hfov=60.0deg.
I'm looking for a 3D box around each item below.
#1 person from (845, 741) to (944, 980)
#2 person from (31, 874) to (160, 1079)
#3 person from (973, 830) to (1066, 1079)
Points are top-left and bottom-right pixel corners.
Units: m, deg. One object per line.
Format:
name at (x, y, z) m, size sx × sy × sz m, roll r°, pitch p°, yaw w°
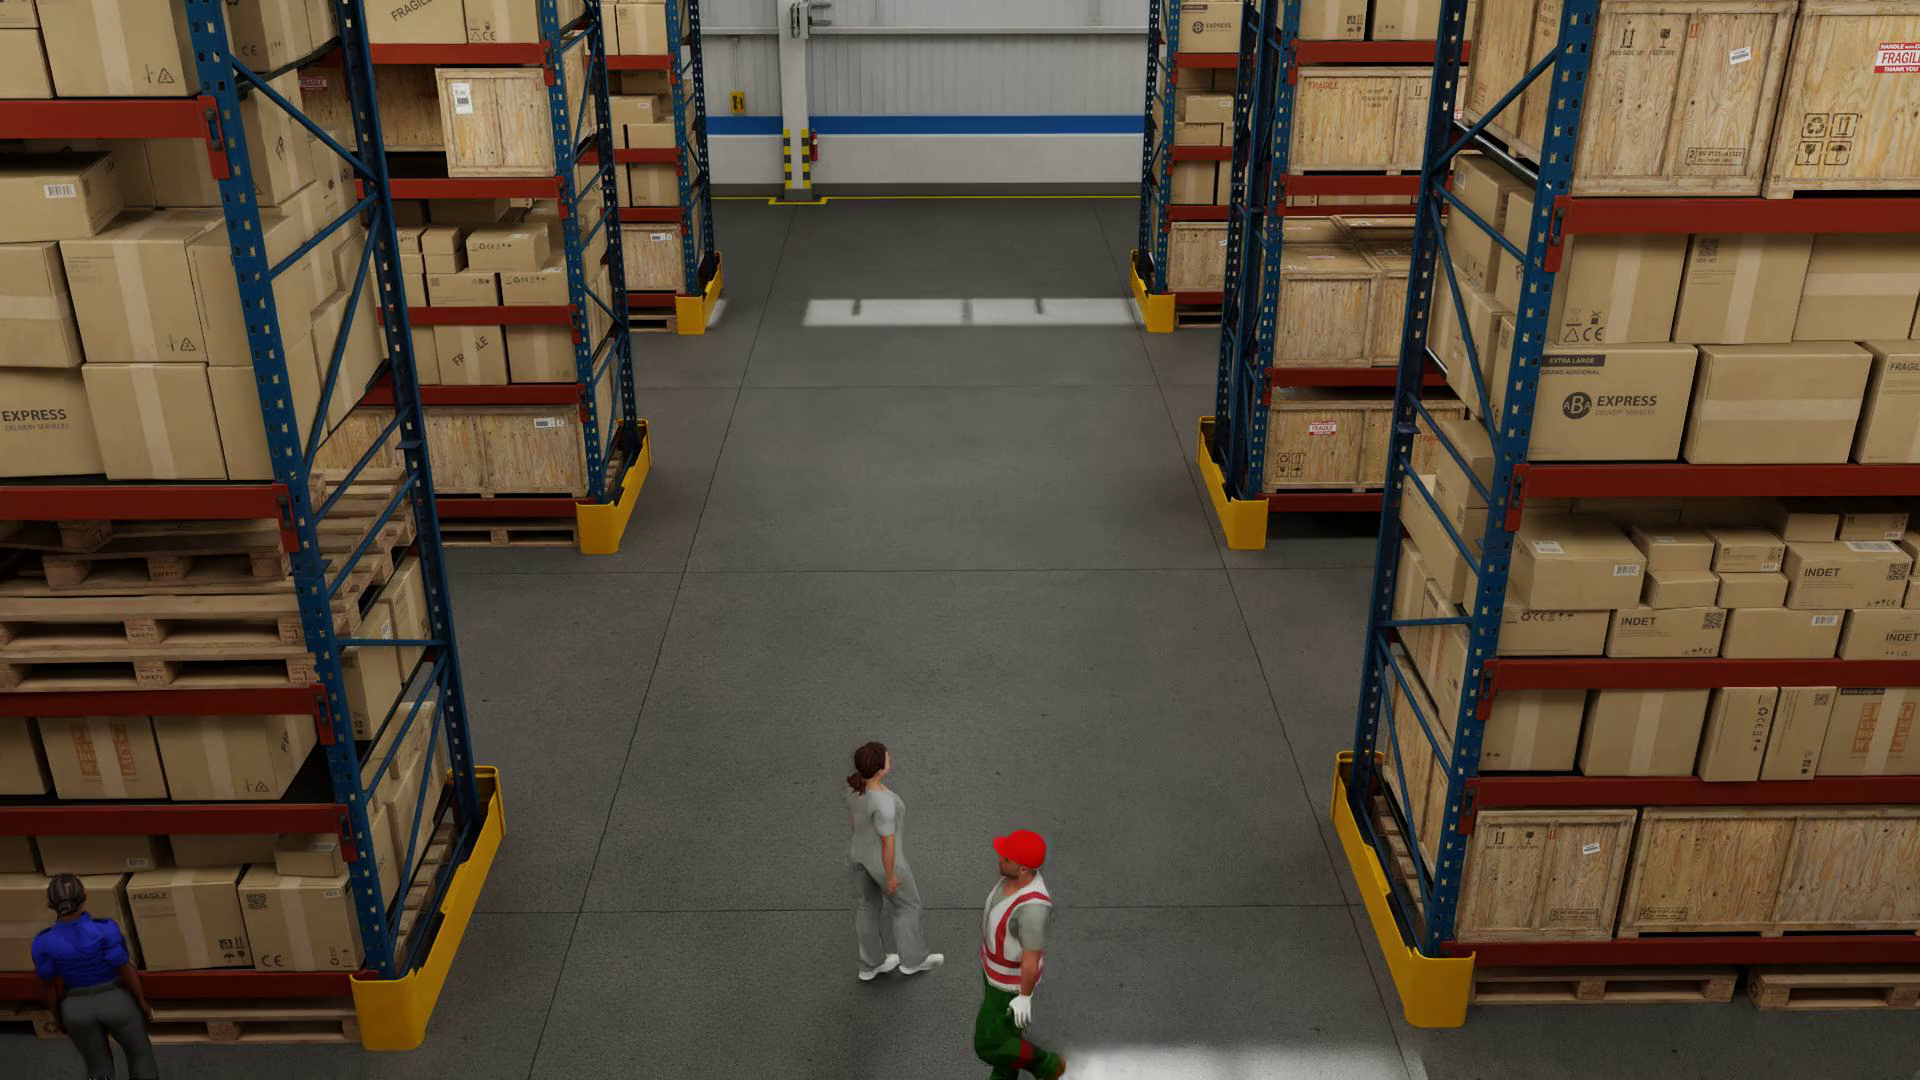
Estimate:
person at (-0.429, 1.882, 9.945) m, size 0.572 × 1.678 × 0.451 m, roll -22°, pitch 33°, yaw -39°
person at (-4.529, 2.431, 8.764) m, size 0.469 × 1.665 × 0.391 m, roll -7°, pitch 26°, yaw -15°
person at (0.296, 2.307, 8.874) m, size 0.540 × 1.787 × 0.560 m, roll -5°, pitch 26°, yaw -11°
